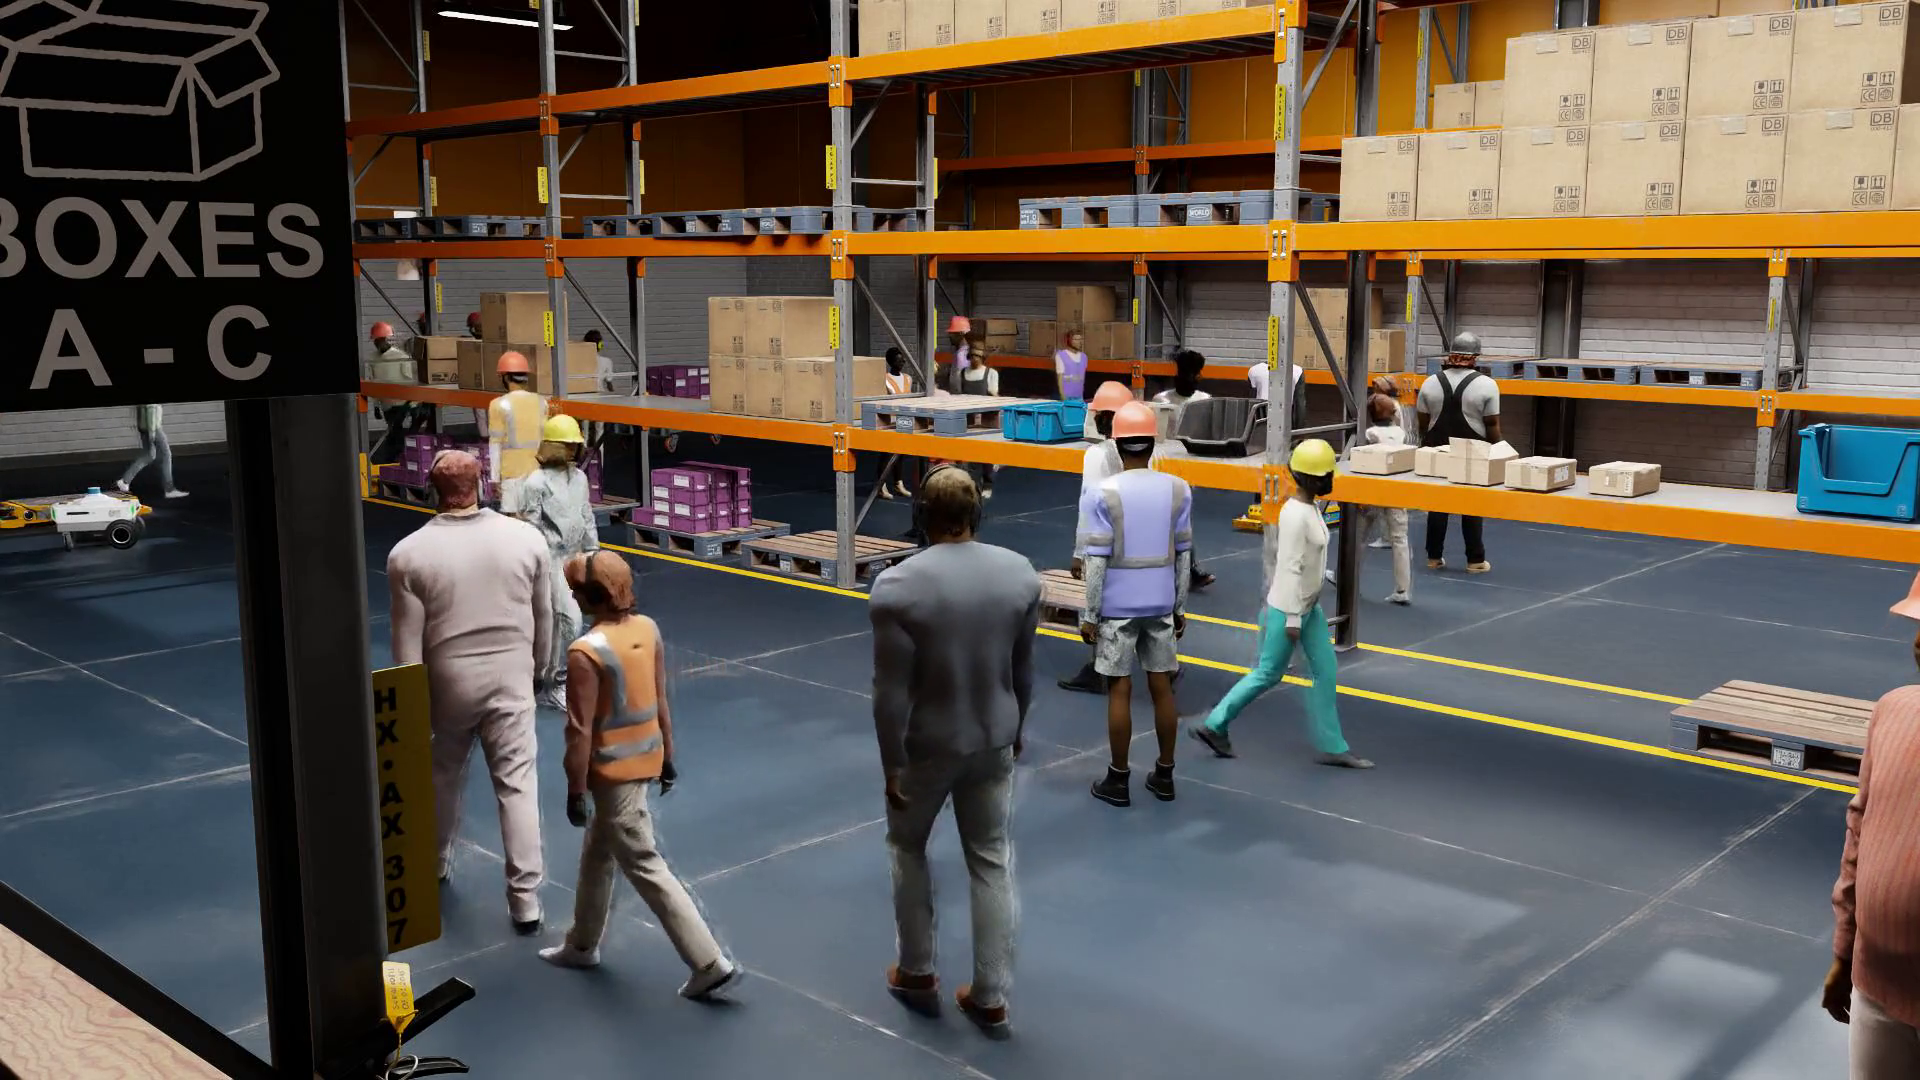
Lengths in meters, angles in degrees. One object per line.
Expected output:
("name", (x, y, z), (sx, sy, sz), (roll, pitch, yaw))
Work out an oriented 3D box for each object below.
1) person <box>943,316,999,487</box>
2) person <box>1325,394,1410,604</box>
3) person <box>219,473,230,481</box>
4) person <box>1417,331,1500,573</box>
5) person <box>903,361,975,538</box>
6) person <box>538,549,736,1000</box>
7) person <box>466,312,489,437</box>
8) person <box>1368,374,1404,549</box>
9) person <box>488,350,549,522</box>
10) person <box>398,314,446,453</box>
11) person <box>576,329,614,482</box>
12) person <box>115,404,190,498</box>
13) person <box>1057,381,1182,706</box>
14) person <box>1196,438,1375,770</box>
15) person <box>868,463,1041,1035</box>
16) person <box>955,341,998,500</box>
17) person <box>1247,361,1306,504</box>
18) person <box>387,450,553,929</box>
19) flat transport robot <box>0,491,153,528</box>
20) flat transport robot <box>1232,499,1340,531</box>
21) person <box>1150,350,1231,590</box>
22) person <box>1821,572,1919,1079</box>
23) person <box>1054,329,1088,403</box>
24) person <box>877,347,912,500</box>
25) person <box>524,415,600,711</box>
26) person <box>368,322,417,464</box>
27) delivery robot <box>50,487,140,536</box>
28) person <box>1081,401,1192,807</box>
("person", (0.082, -1.558, 19.115), (0.642, 2.026, 0.612), (1, 9, 8))
("person", (3.224, -0.325, 12.876), (0.525, 1.593, 0.895), (-4, 10, -24))
("person", (-8.425, -1.566, 19.974), (0.929, 1.760, 0.604), (-5, 10, -27))
("person", (4.244, -0.747, 14.094), (0.684, 2.000, 0.535), (7, 11, 36))
("person", (-0.205, -0.846, 15.626), (0.776, 1.733, 0.529), (8, 12, 42))
("person", (-1.157, 0.819, 5.864), (0.843, 1.597, 0.524), (3, 10, 17))
("person", (-6.428, -2.034, 22.155), (0.653, 1.976, 0.676), (-8, 12, -40))
("person", (3.866, -0.708, 15.143), (0.365, 1.612, 0.565), (2, 10, 14))
("person", (-3.504, -0.565, 13.386), (0.841, 1.914, 0.548), (7, 12, 38))
("person", (-7.014, -1.967, 21.736), (0.700, 2.004, 0.486), (4, 10, 25))
("person", (-4.362, -1.567, 19.707), (0.538, 1.845, 0.443), (0, 9, -3))
("person", (-9.010, -1.238, 18.432), (0.682, 1.600, 0.502), (-9, 13, -42))
("person", (0.947, 0.026, 9.764), (0.848, 1.917, 0.547), (7, 12, 37))
("person", (1.658, 0.326, 8.500), (0.870, 1.726, 0.535), (4, 10, 23))
("person", (-0.038, 0.689, 5.681), (0.644, 1.916, 0.702), (-4, 10, -21))
("person", (0.171, -1.273, 18.149), (0.497, 1.772, 1.024), (2, 9, 11))
("person", (3.193, -1.133, 16.838), (0.591, 1.916, 0.379), (4, 10, 25))
("person", (-1.941, 0.564, 6.644), (0.660, 1.852, 1.010), (-5, 11, -28))
("flat transport robot", (-9.076, -0.321, 16.894), (0.652, 0.197, 1.431), (9, 13, 43))
("flat transport robot", (3.385, -0.262, 16.528), (0.652, 0.197, 1.431), (9, 13, 43))
("person", (1.844, -0.569, 13.387), (0.642, 1.900, 0.998), (-6, 11, -31))
("person", (2.127, 0.982, 3.625), (0.375, 1.997, 0.612), (-2, 9, -12))
("person", (1.441, -1.815, 21.408), (0.573, 1.793, 0.987), (-7, 11, -36))
("person", (-0.729, -1.306, 18.568), (0.321, 1.696, 0.536), (9, 13, 44))
("person", (-2.250, 0.142, 9.576), (0.499, 1.723, 0.506), (4, 10, 23))
("person", (-6.768, -1.658, 20.014), (0.627, 1.947, 1.023), (4, 10, 24))
("delivery robot", (-7.935, -0.245, 15.269), (0.707, 0.478, 0.477), (-3, 10, -18))
("person", (0.830, 0.305, 7.965), (0.549, 1.933, 0.373), (-3, 10, -18))
